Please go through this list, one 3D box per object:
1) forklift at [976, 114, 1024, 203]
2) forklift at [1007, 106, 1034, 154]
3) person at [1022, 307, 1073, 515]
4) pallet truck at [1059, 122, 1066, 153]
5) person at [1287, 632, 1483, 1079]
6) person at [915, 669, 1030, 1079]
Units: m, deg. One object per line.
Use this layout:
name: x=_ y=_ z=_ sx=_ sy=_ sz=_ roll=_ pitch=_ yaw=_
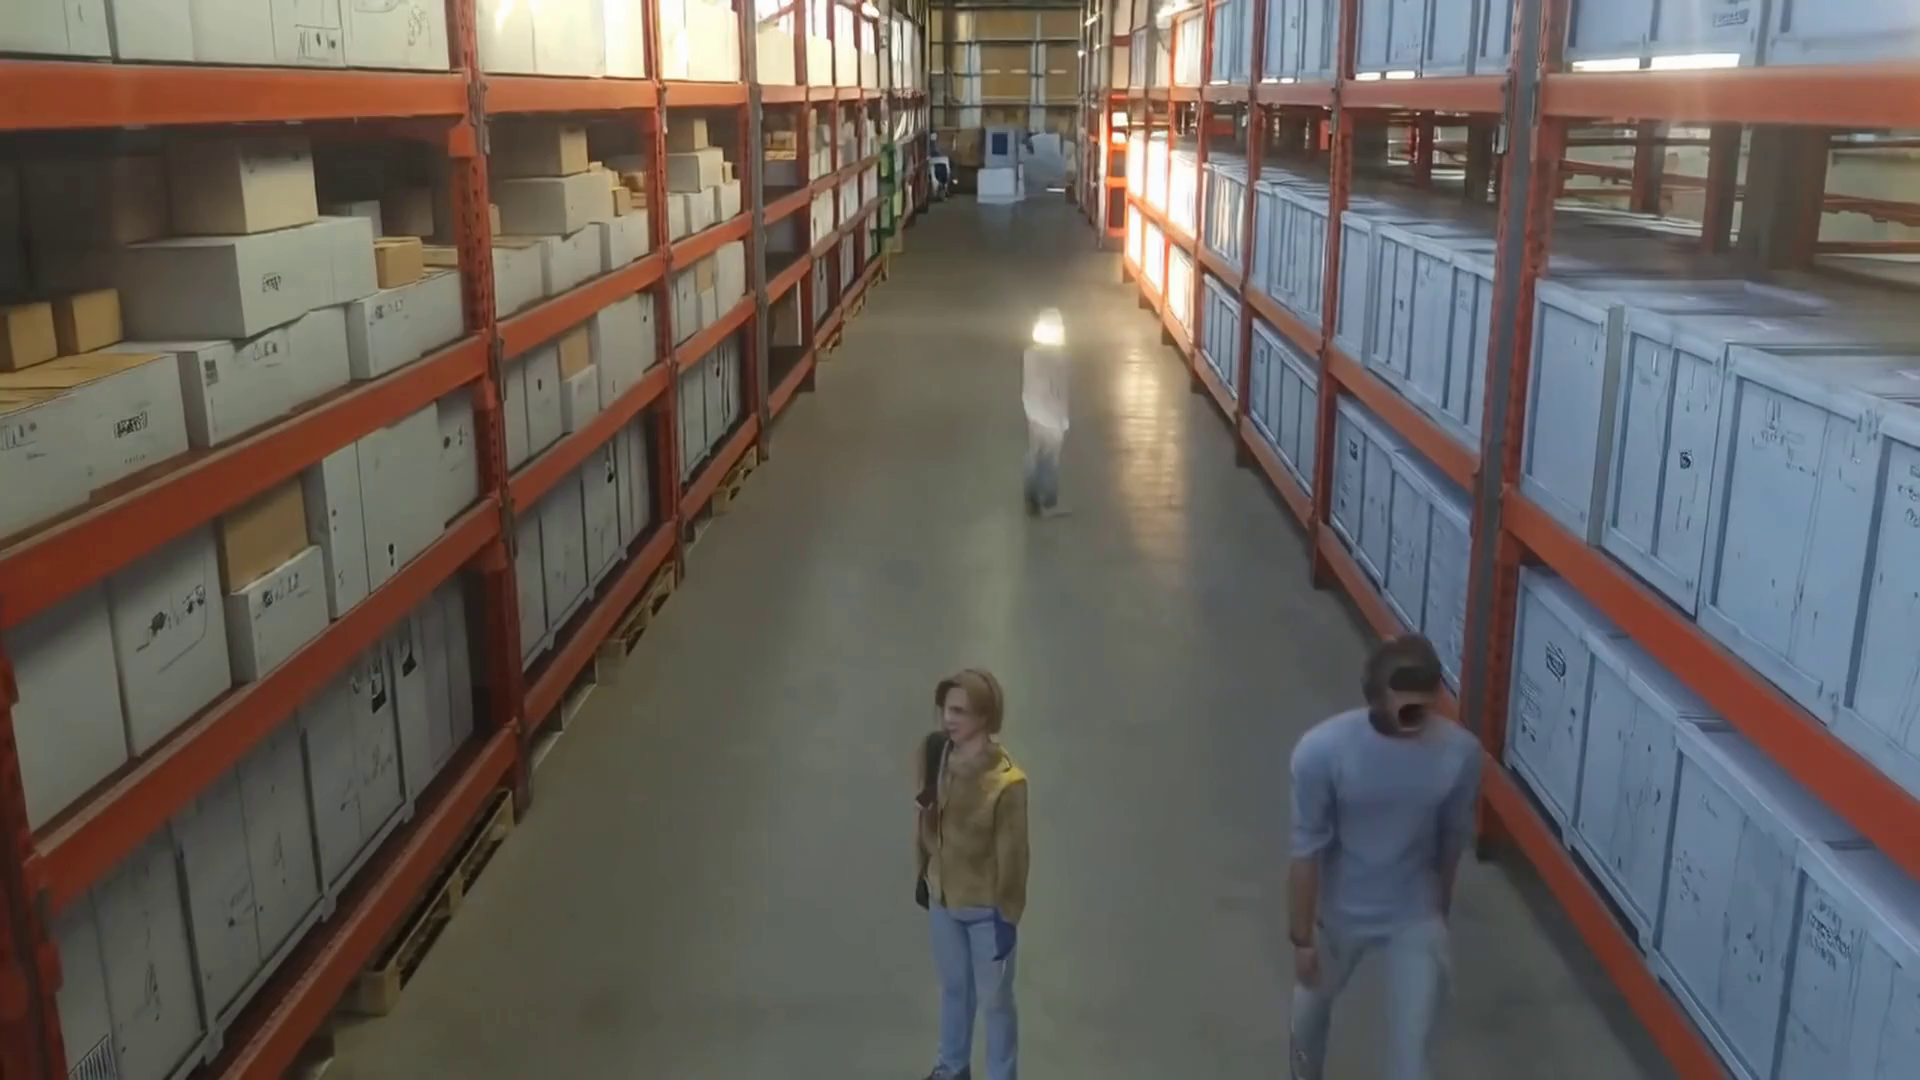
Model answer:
forklift: x=1.283 y=-12.318 z=53.624 sx=1.129 sy=2.768 sz=1.873 roll=5 pitch=16 yaw=17
forklift: x=2.808 y=-20.003 z=82.215 sx=1.129 sy=2.768 sz=1.873 roll=-7 pitch=17 yaw=-24
person: x=0.739 y=-1.087 z=13.992 sx=0.320 sy=1.742 sz=0.492 roll=-13 pitch=20 yaw=-40
pallet truck: x=5.788 y=-21.111 z=88.014 sx=1.885 sy=1.965 sz=0.823 roll=5 pitch=16 yaw=18
person: x=1.321 y=1.179 z=5.307 sx=0.636 sy=1.894 sz=1.032 roll=-1 pitch=15 yaw=-3
person: x=0.032 y=1.212 z=5.625 sx=0.306 sy=1.645 sz=0.522 roll=-12 pitch=19 yaw=-37
